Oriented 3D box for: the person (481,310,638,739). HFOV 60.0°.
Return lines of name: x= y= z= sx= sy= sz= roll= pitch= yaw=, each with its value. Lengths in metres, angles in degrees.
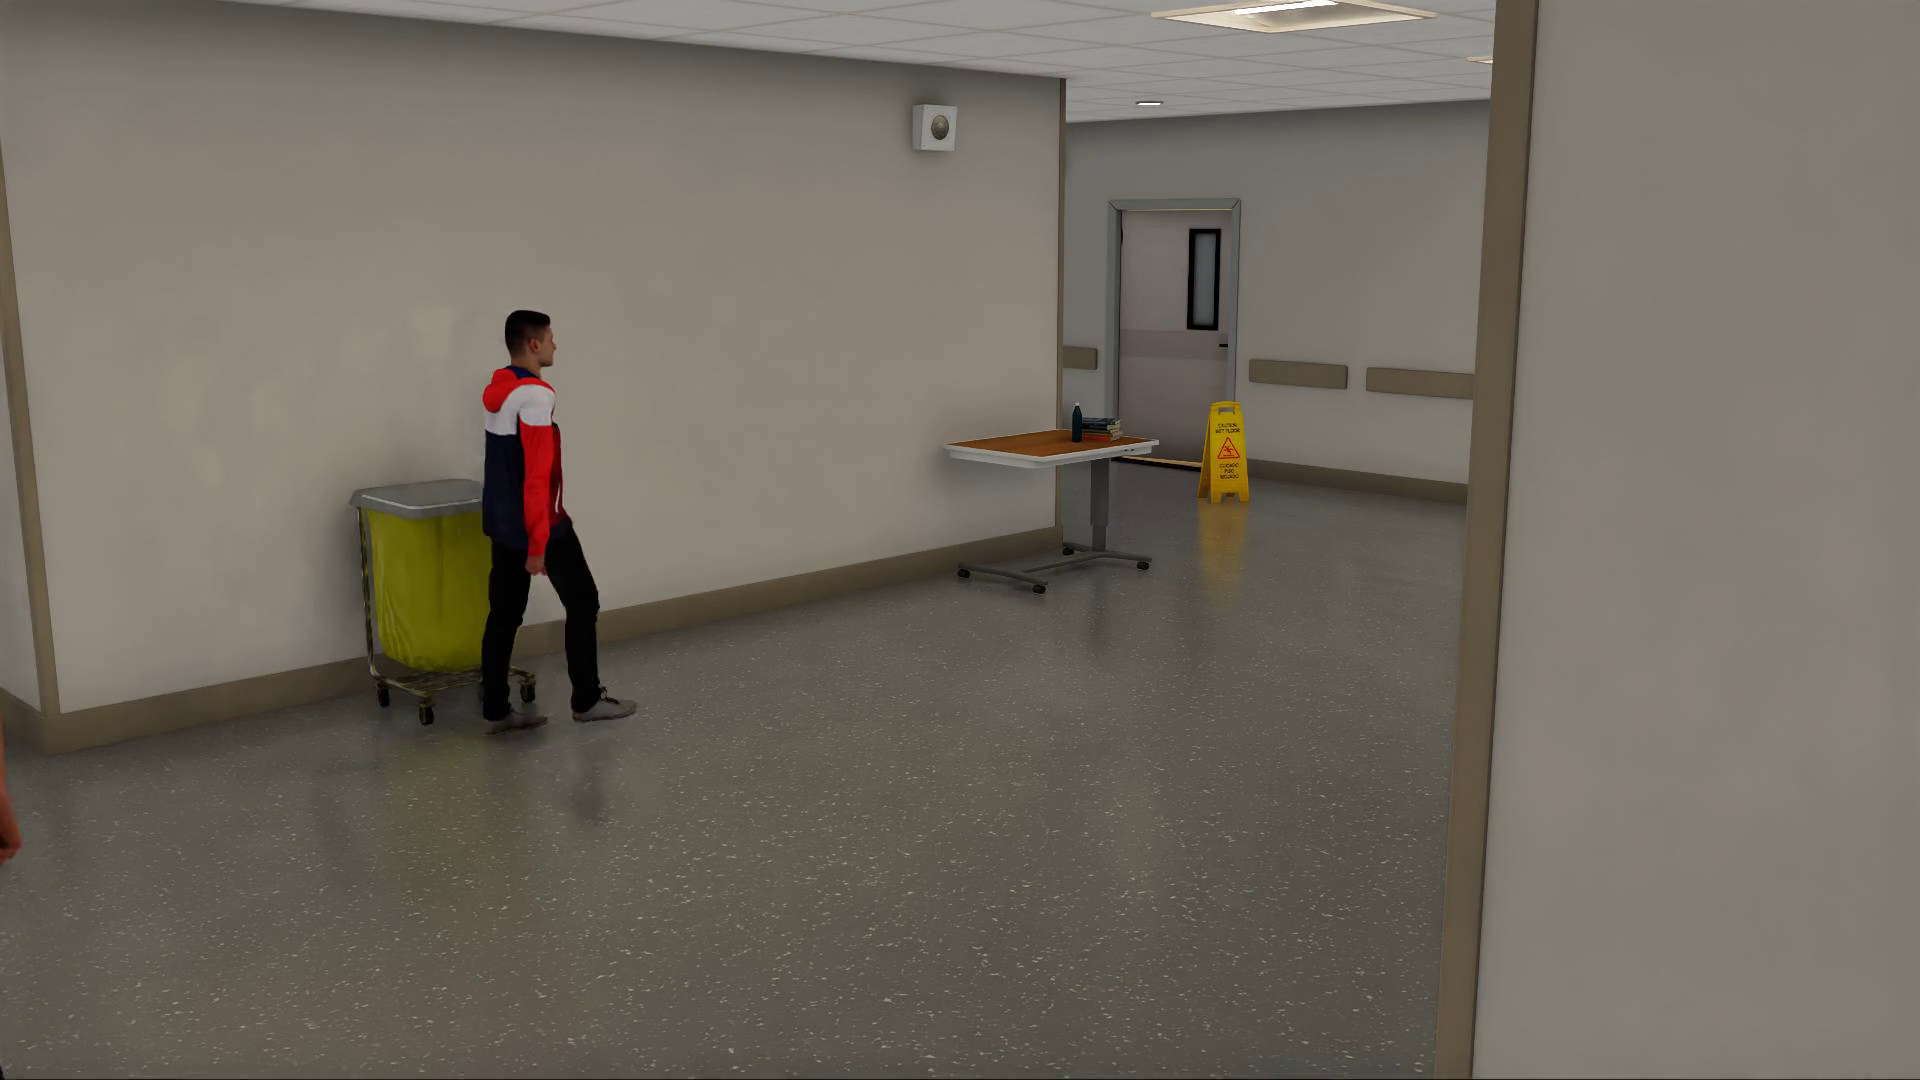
person: x=-1.852 y=-0.041 z=6.781 sx=0.728 sy=1.738 sz=0.797 roll=-9 pitch=14 yaw=-40
